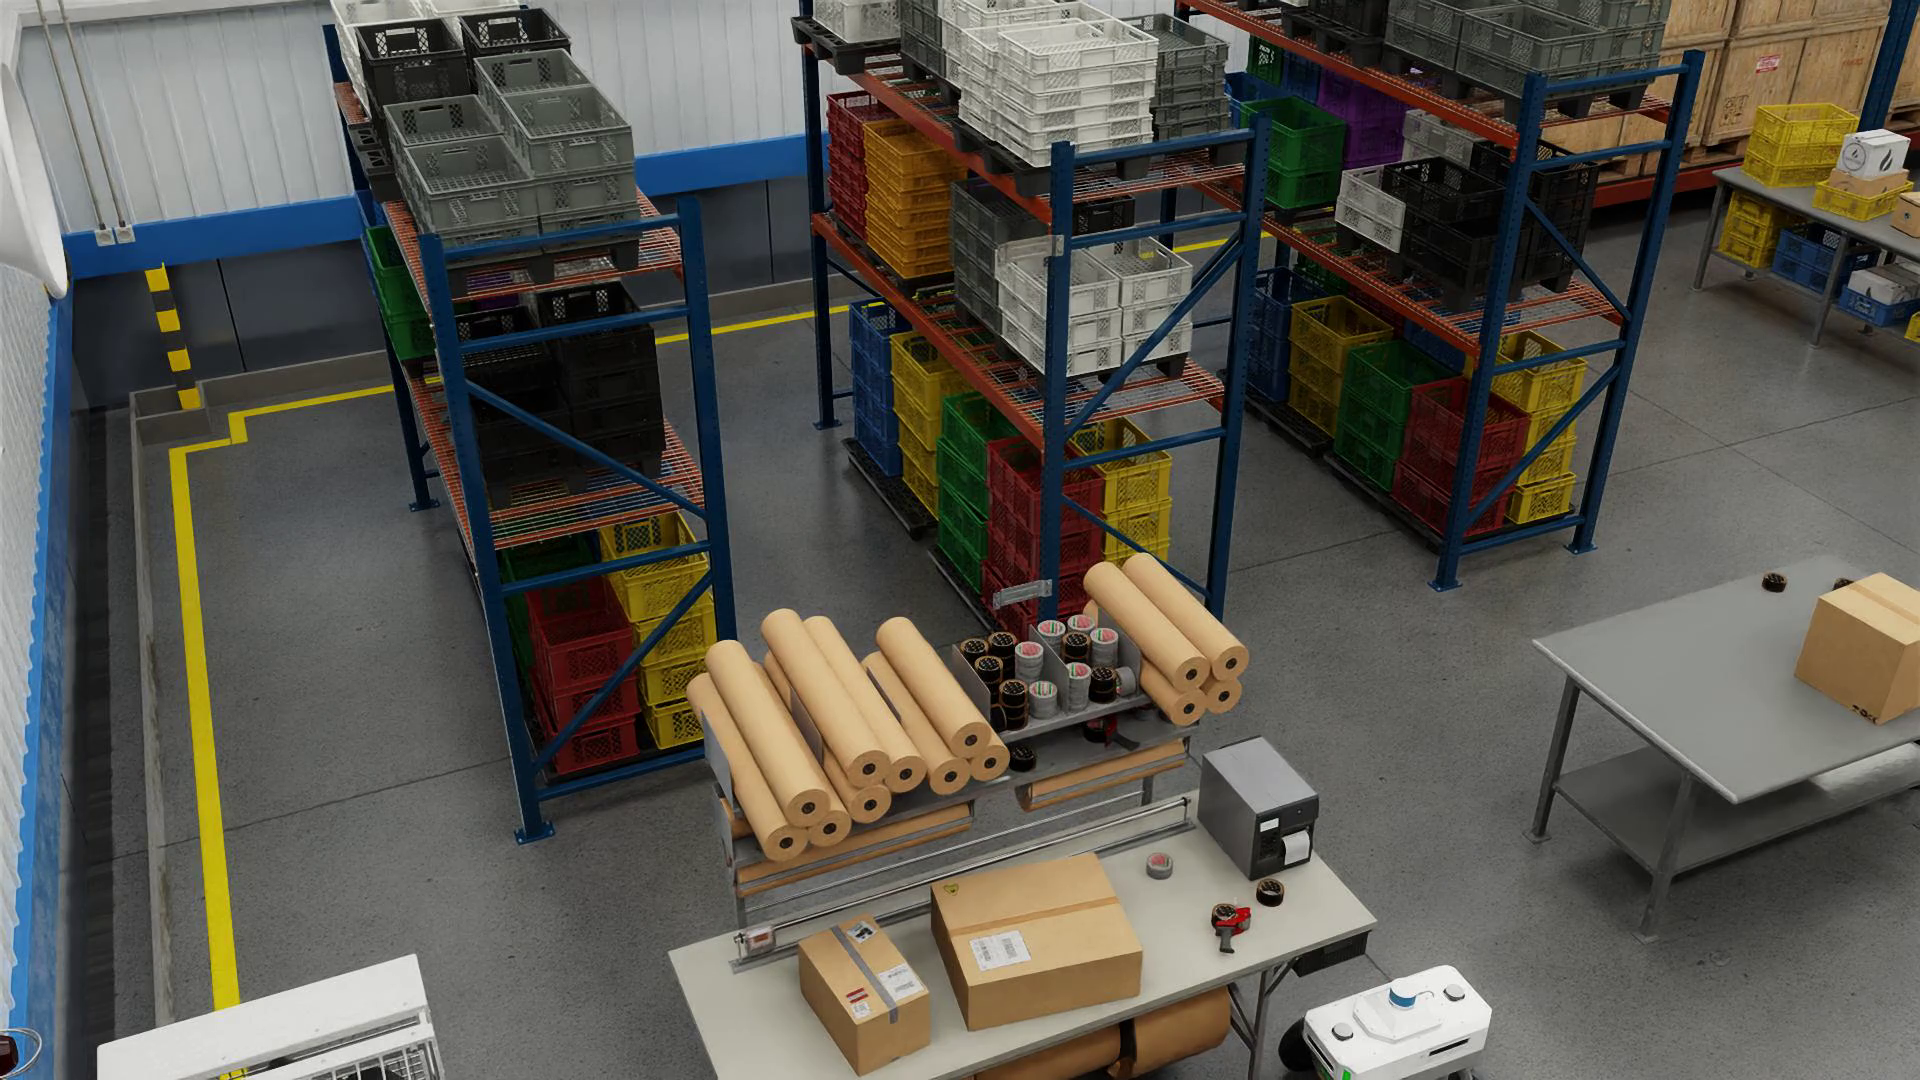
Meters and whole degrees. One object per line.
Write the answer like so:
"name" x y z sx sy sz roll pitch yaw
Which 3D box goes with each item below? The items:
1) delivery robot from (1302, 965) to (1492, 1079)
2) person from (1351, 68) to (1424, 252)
"delivery robot" 1.700 1.914 6.481 0.707 0.478 0.477 -12 34 -19
"person" 3.483 -3.314 13.759 0.625 1.933 0.375 18 36 27
